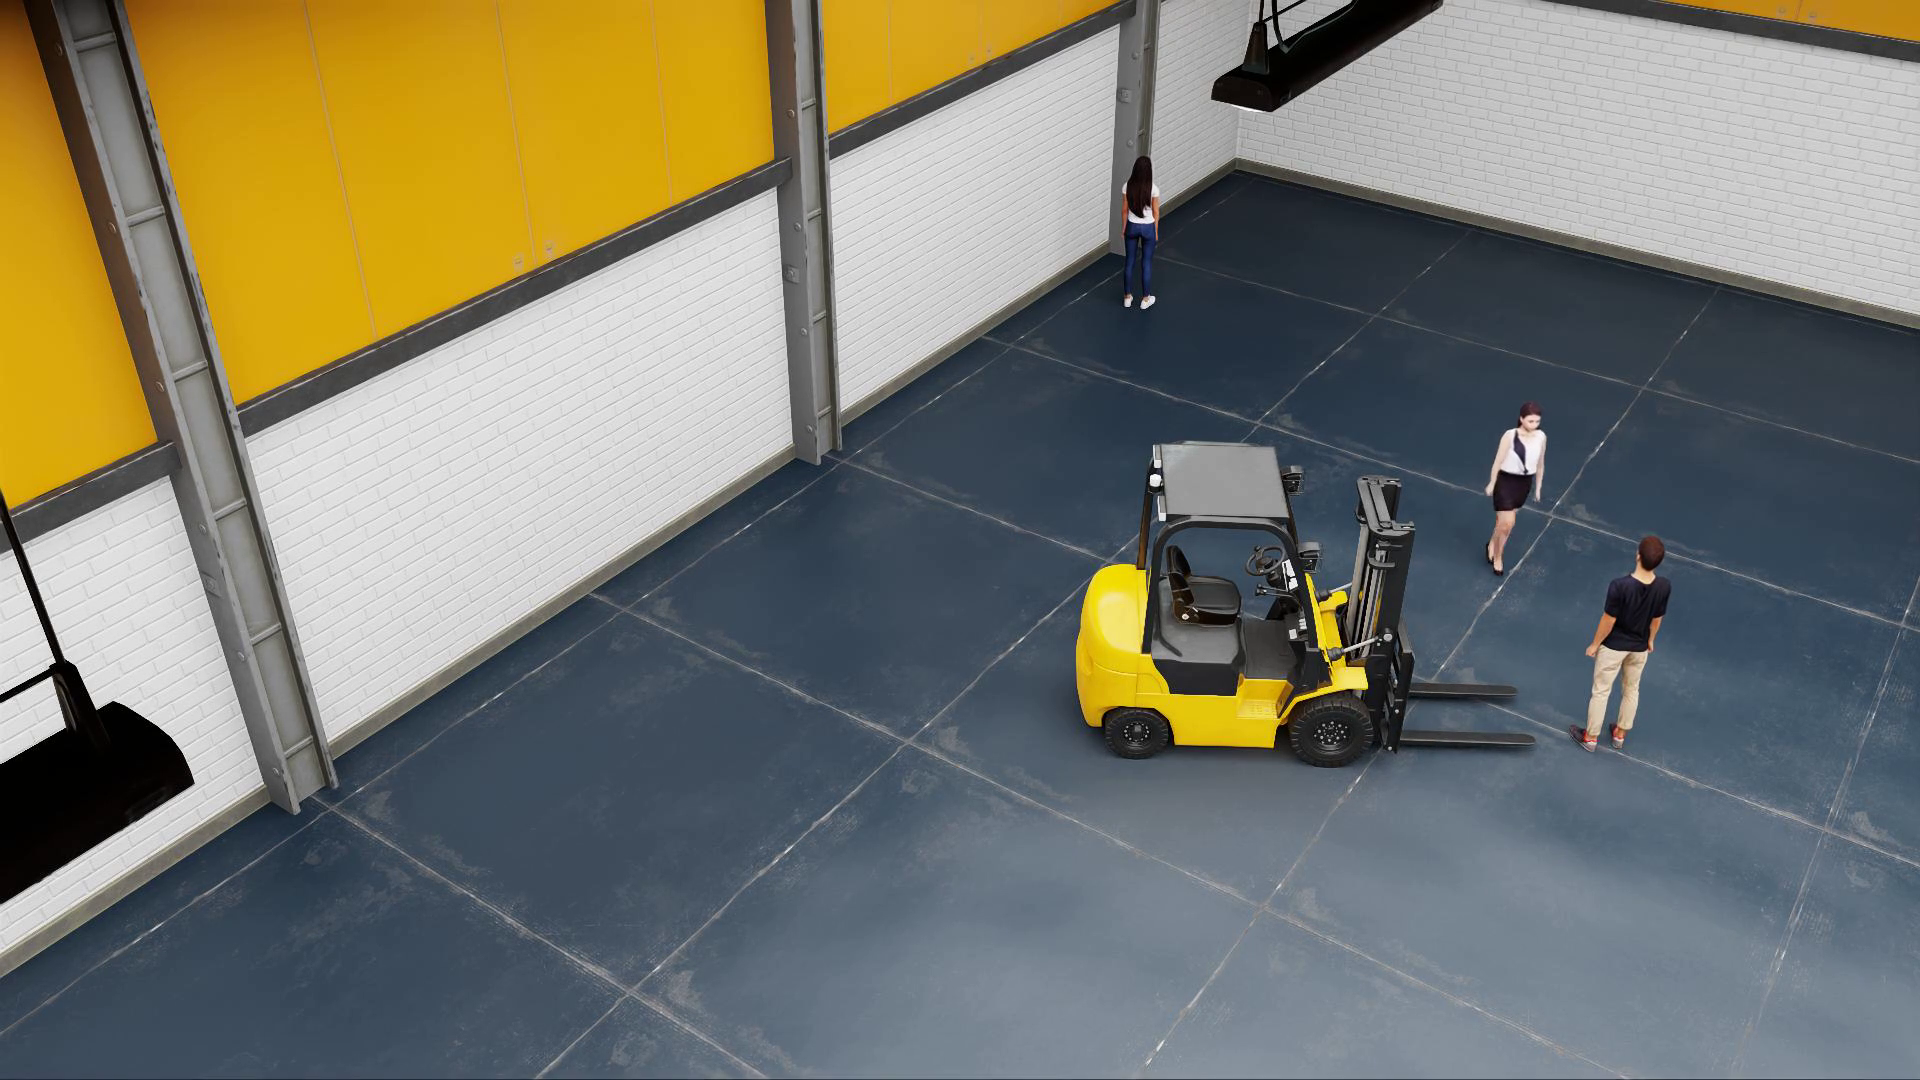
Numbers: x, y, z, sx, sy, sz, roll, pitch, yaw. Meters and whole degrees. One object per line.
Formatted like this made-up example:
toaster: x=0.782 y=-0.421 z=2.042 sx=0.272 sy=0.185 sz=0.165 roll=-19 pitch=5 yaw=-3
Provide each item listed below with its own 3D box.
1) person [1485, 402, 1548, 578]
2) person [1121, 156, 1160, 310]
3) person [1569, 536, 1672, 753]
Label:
person: x=4.728 y=-0.494 z=14.323 sx=0.742 sy=1.634 sz=0.802 roll=-5 pitch=34 yaw=-7
person: x=2.019 y=-3.447 z=18.639 sx=0.630 sy=1.775 sz=0.583 roll=13 pitch=36 yaw=19
person: x=4.887 y=0.770 z=12.218 sx=0.703 sy=1.859 sz=0.747 roll=-4 pitch=34 yaw=-5
